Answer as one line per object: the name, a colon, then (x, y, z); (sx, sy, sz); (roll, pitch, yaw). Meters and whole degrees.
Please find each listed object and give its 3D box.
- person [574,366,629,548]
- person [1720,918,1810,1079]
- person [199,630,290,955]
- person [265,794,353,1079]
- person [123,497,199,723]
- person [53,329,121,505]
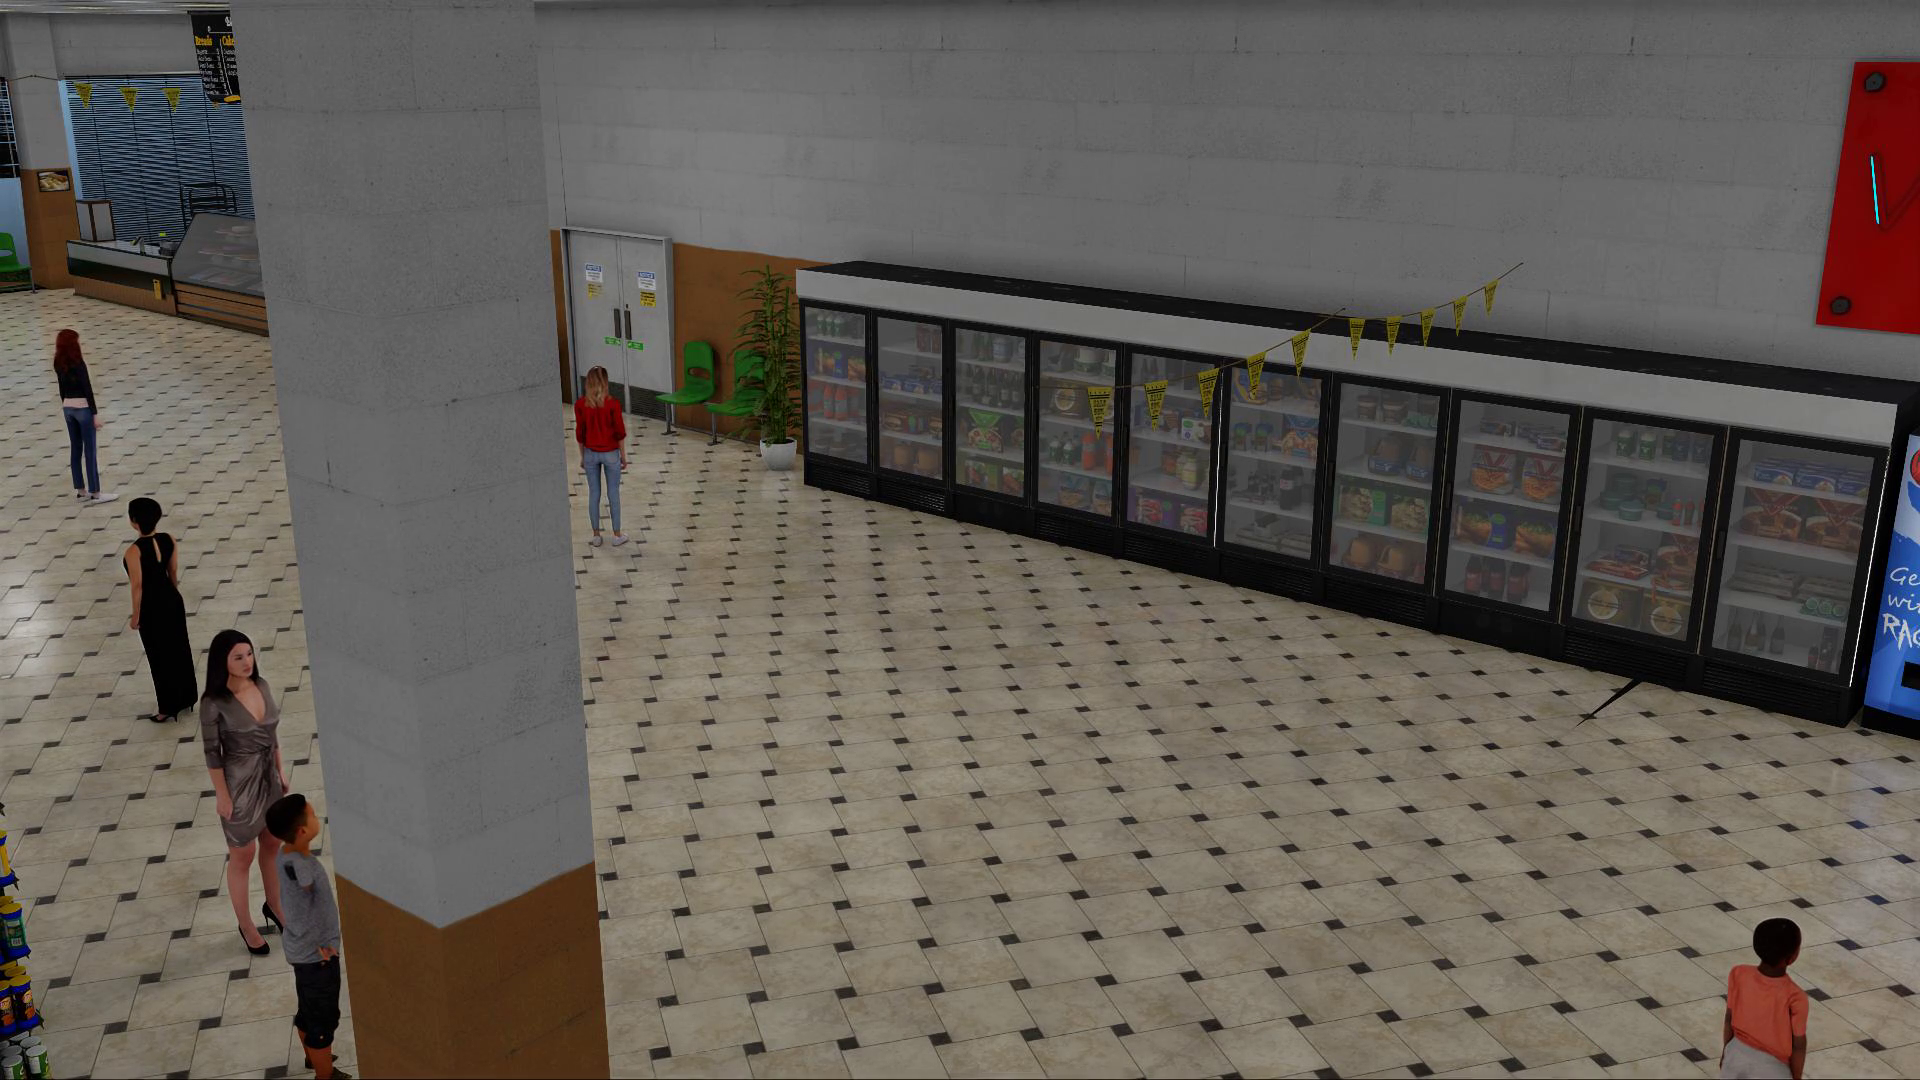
person: (-3.339, -0.781, 15.500); (0.684, 1.704, 0.716); (0, 17, 1)
person: (3.204, 2.106, 6.670); (0.535, 1.310, 0.534); (-12, 21, -34)
person: (-3.680, 1.288, 8.613); (0.702, 1.747, 0.542); (7, 18, 22)
person: (-2.946, 1.769, 7.524); (0.604, 1.460, 0.627); (-10, 19, -29)
person: (-5.545, 0.479, 11.523); (0.706, 1.604, 0.571); (5, 18, 17)
person: (-8.960, -1.259, 16.928); (0.623, 1.789, 0.609); (8, 19, 26)
